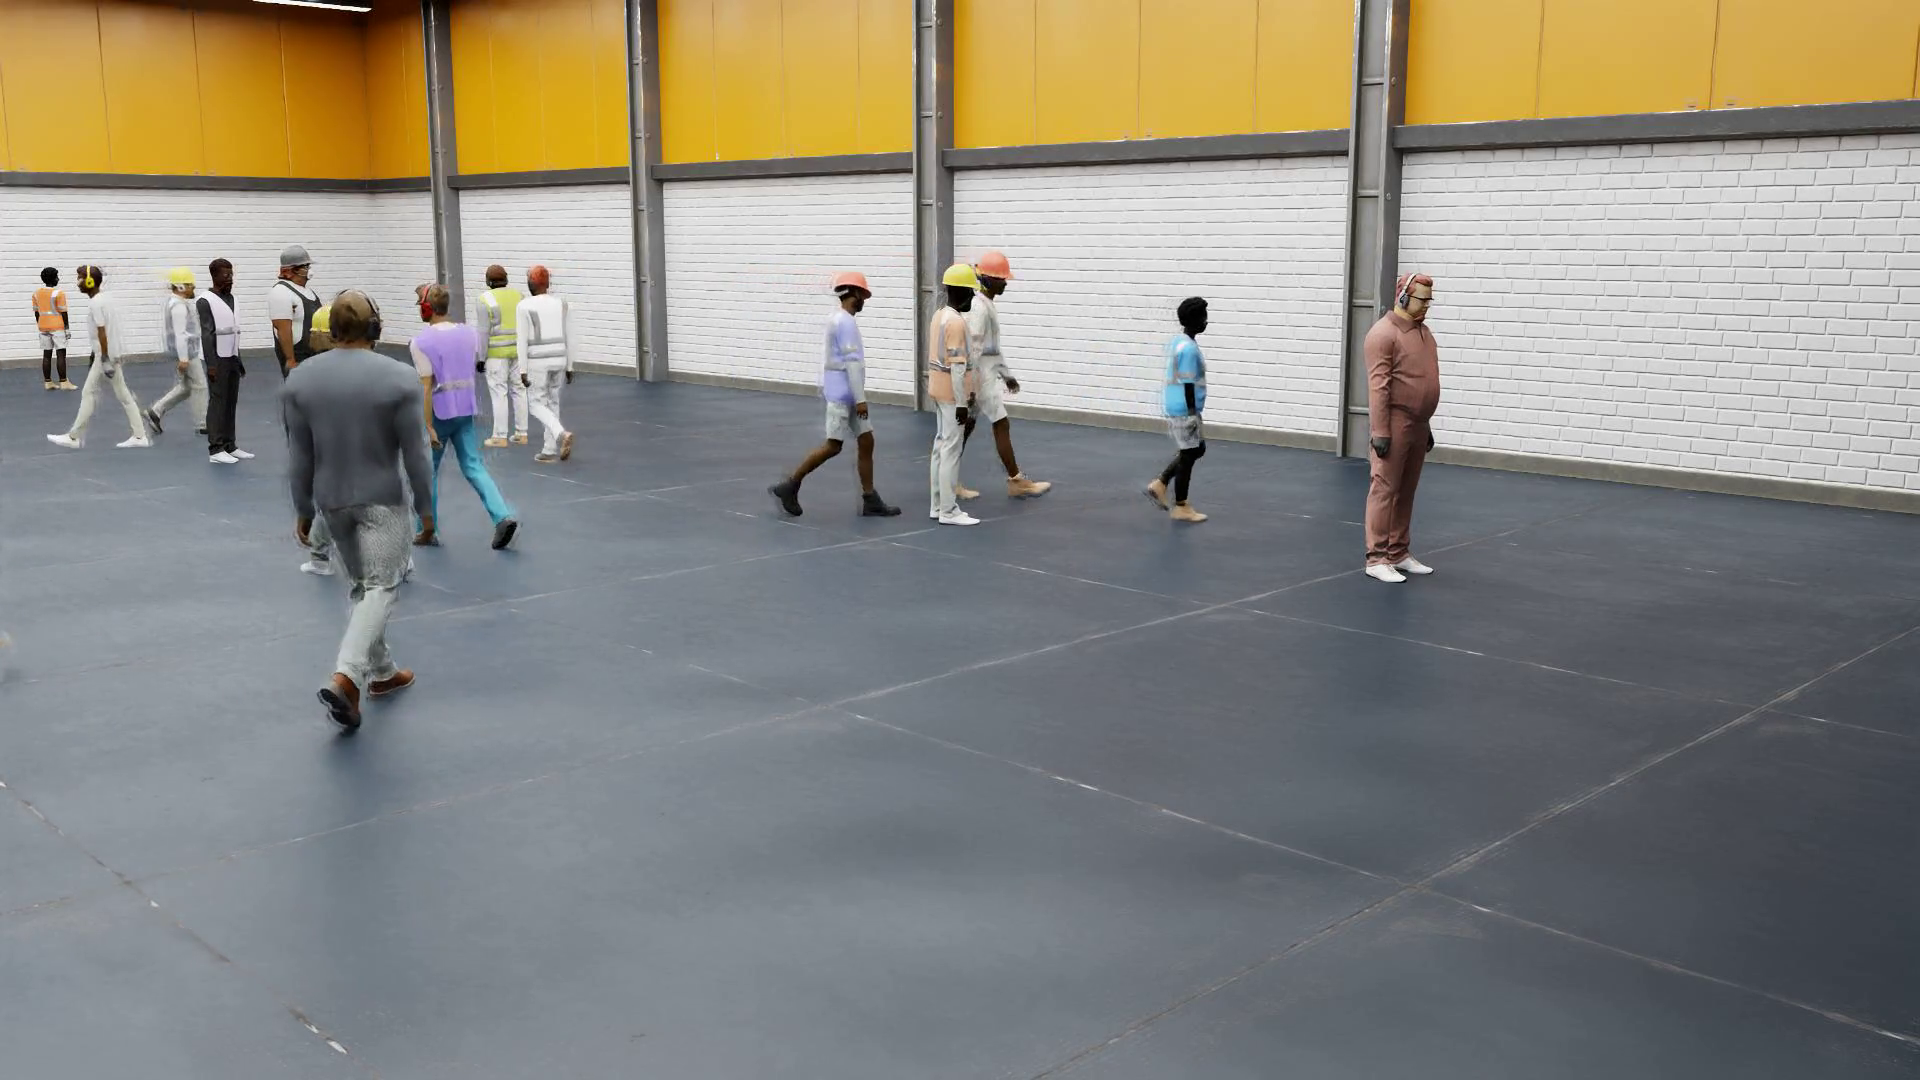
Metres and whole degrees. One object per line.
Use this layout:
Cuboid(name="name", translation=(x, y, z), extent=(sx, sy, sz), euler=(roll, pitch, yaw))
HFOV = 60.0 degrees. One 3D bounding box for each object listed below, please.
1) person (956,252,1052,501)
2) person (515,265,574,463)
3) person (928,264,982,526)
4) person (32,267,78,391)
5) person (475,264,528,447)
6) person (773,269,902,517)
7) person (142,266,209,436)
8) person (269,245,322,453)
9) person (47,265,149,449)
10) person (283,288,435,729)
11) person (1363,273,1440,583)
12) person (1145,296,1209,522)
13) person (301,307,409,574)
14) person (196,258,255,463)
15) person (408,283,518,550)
Cuboid(name="person", translation=(0.295, -1.291, 13.305), extent=(0.991, 1.986, 0.599), euler=(0, 10, -3))
Cuboid(name="person", translation=(-3.796, -1.608, 15.403), extent=(0.690, 1.867, 0.585), euler=(10, 14, 43))
Cuboid(name="person", translation=(-0.038, -1.073, 12.309), extent=(0.381, 1.923, 0.592), euler=(-2, 11, -13))
Cuboid(name="person", translation=(-12.455, -2.893, 22.856), extent=(0.540, 1.695, 0.317), euler=(3, 11, 16))
Cuboid(name="person", translation=(-4.647, -1.864, 16.861), extent=(0.430, 1.841, 0.623), euler=(8, 13, 36))
Cuboid(name="person", translation=(-0.947, -1.099, 12.585), extent=(0.918, 1.882, 0.572), euler=(0, 10, 0))
Cuboid(name="person", translation=(-8.244, -1.977, 17.561), extent=(0.746, 1.811, 0.599), euler=(-5, 12, -26))
Cuboid(name="person", translation=(-6.172, -1.754, 15.707), extent=(0.539, 2.000, 0.688), euler=(0, 10, -1))
Cuboid(name="person", translation=(-8.650, -1.814, 16.617), extent=(0.939, 1.825, 0.523), euler=(-2, 11, -9))
Cuboid(name="person", translation=(-2.662, -0.149, 7.342), extent=(0.640, 1.912, 0.921), euler=(1, 10, 7))
Cuboid(name="person", translation=(2.765, -0.698, 10.337), extent=(0.409, 1.903, 0.638), euler=(9, 14, 42))
Cuboid(name="person", translation=(1.667, -0.962, 12.353), extent=(0.412, 1.681, 0.559), euler=(0, 10, 2))
Cuboid(name="person", translation=(-3.785, -0.593, 10.307), extent=(0.888, 1.701, 0.488), euler=(8, 13, 37))
Cuboid(name="person", translation=(-6.970, -1.690, 15.700), extent=(0.373, 1.915, 0.594), euler=(1, 10, 3))
Cuboid(name="person", translation=(-3.424, -0.826, 11.265), extent=(0.869, 1.817, 0.558), euler=(6, 12, 31))
